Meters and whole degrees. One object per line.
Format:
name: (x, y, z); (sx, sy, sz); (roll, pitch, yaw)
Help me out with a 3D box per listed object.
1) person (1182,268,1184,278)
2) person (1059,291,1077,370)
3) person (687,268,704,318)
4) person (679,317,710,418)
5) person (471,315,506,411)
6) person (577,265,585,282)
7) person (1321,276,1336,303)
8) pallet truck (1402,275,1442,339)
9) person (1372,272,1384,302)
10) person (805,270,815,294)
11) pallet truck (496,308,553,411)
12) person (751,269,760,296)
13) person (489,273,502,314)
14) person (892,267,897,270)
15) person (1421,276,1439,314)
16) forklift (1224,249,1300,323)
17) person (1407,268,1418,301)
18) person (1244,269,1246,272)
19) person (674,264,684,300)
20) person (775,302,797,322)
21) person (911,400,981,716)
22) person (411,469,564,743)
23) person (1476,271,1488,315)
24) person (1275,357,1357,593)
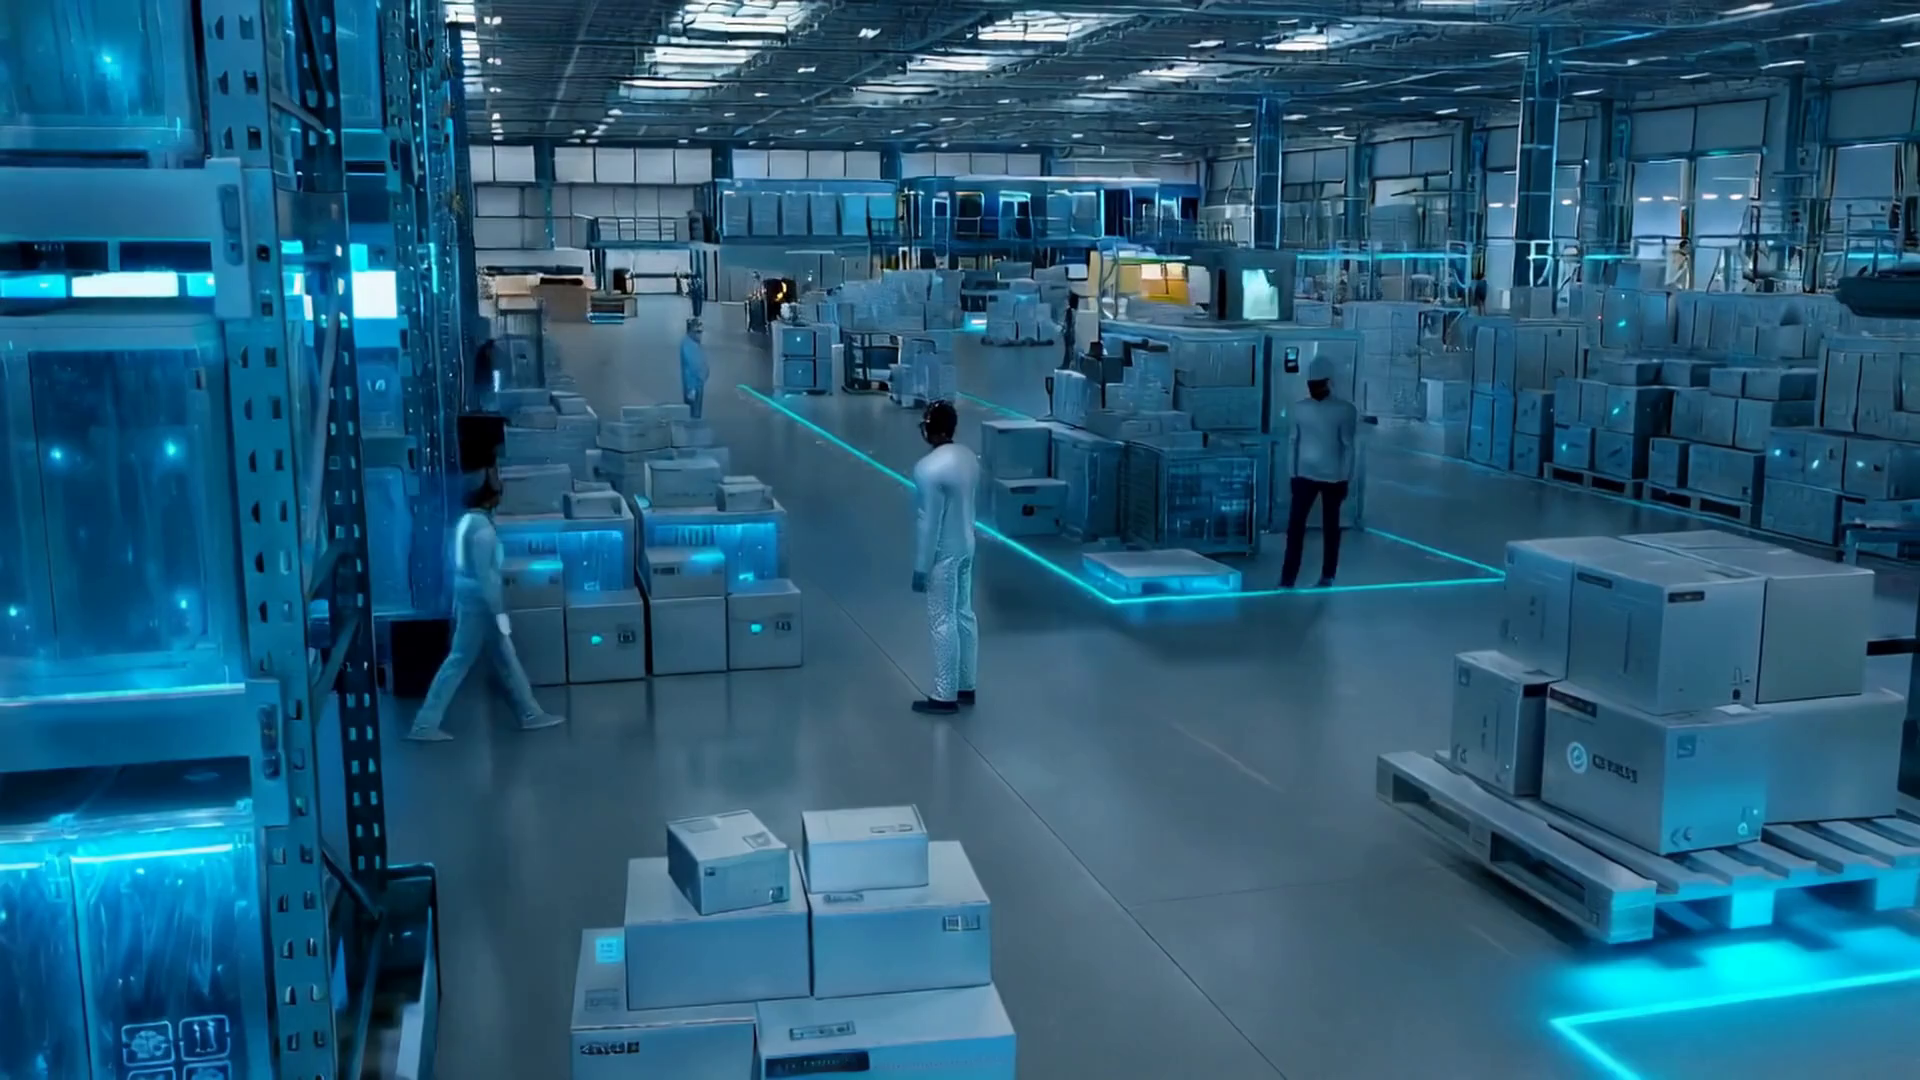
person: (10.986, -12.853, 84.024); (0.682, 1.807, 0.554); (-5, 11, -27)
person: (2.363, -4.444, 36.066); (0.395, 1.917, 0.590); (-1, 10, -7)
person: (-10.526, -9.868, 66.429); (0.688, 2.000, 0.536); (1, 10, 5)
person: (-3.665, -2.141, 23.073); (0.405, 1.903, 0.636); (0, 10, -1)
person: (-6.336, -2.109, 22.769); (0.653, 1.938, 0.643); (-6, 12, -30)
person: (-19.714, -13.365, 86.663); (0.572, 1.887, 0.356); (8, 13, 39)
person: (12.281, -7.834, 55.393); (0.521, 1.873, 0.334); (5, 11, 27)
pallet truck: (14.620, -7.324, 52.145); (0.823, 1.965, 1.885); (8, 13, 40)
person: (19.993, -11.967, 79.418); (0.542, 1.651, 0.883); (-6, 12, -32)
person: (-6.019, -9.839, 66.642); (0.444, 1.915, 0.636); (-3, 10, -14)
pallet truck: (-6.242, -2.418, 24.362); (0.823, 1.965, 1.885); (1, 10, 3)
person: (-8.991, -11.050, 73.547); (0.542, 1.902, 0.925); (-6, 11, -29)
person: (-19.781, -10.498, 70.817); (0.528, 1.754, 0.428); (0, 10, -2)
person: (-2.813, -10.618, 70.747); (0.618, 2.024, 0.819); (-6, 12, -33)
person: (17.477, -8.931, 61.821); (0.624, 1.791, 0.954); (1, 10, 7)
forklift: (3.881, -2.366, 21.571); (1.129, 2.768, 1.873); (-3, 10, -16)
person: (20.989, -11.664, 77.142); (0.677, 1.859, 0.963); (-4, 11, -23)
person: (16.382, -14.812, 94.793); (0.594, 1.914, 0.960); (-2, 10, -12)
person: (-15.159, -13.934, 89.769); (0.382, 1.928, 0.587); (7, 12, 35)
person: (-3.760, -4.341, 36.174); (0.534, 1.670, 0.782); (1, 10, 7)
person: (-0.096, 0.110, 10.216); (0.366, 1.938, 0.630); (6, 12, 29)
person: (-2.809, 0.385, 9.661); (0.876, 1.592, 0.536); (-4, 11, -20)
person: (18.788, -8.710, 59.994); (0.378, 1.996, 0.611); (9, 13, 40)
person: (2.922, -0.508, 13.673); (0.616, 1.959, 0.923); (5, 11, 28)
